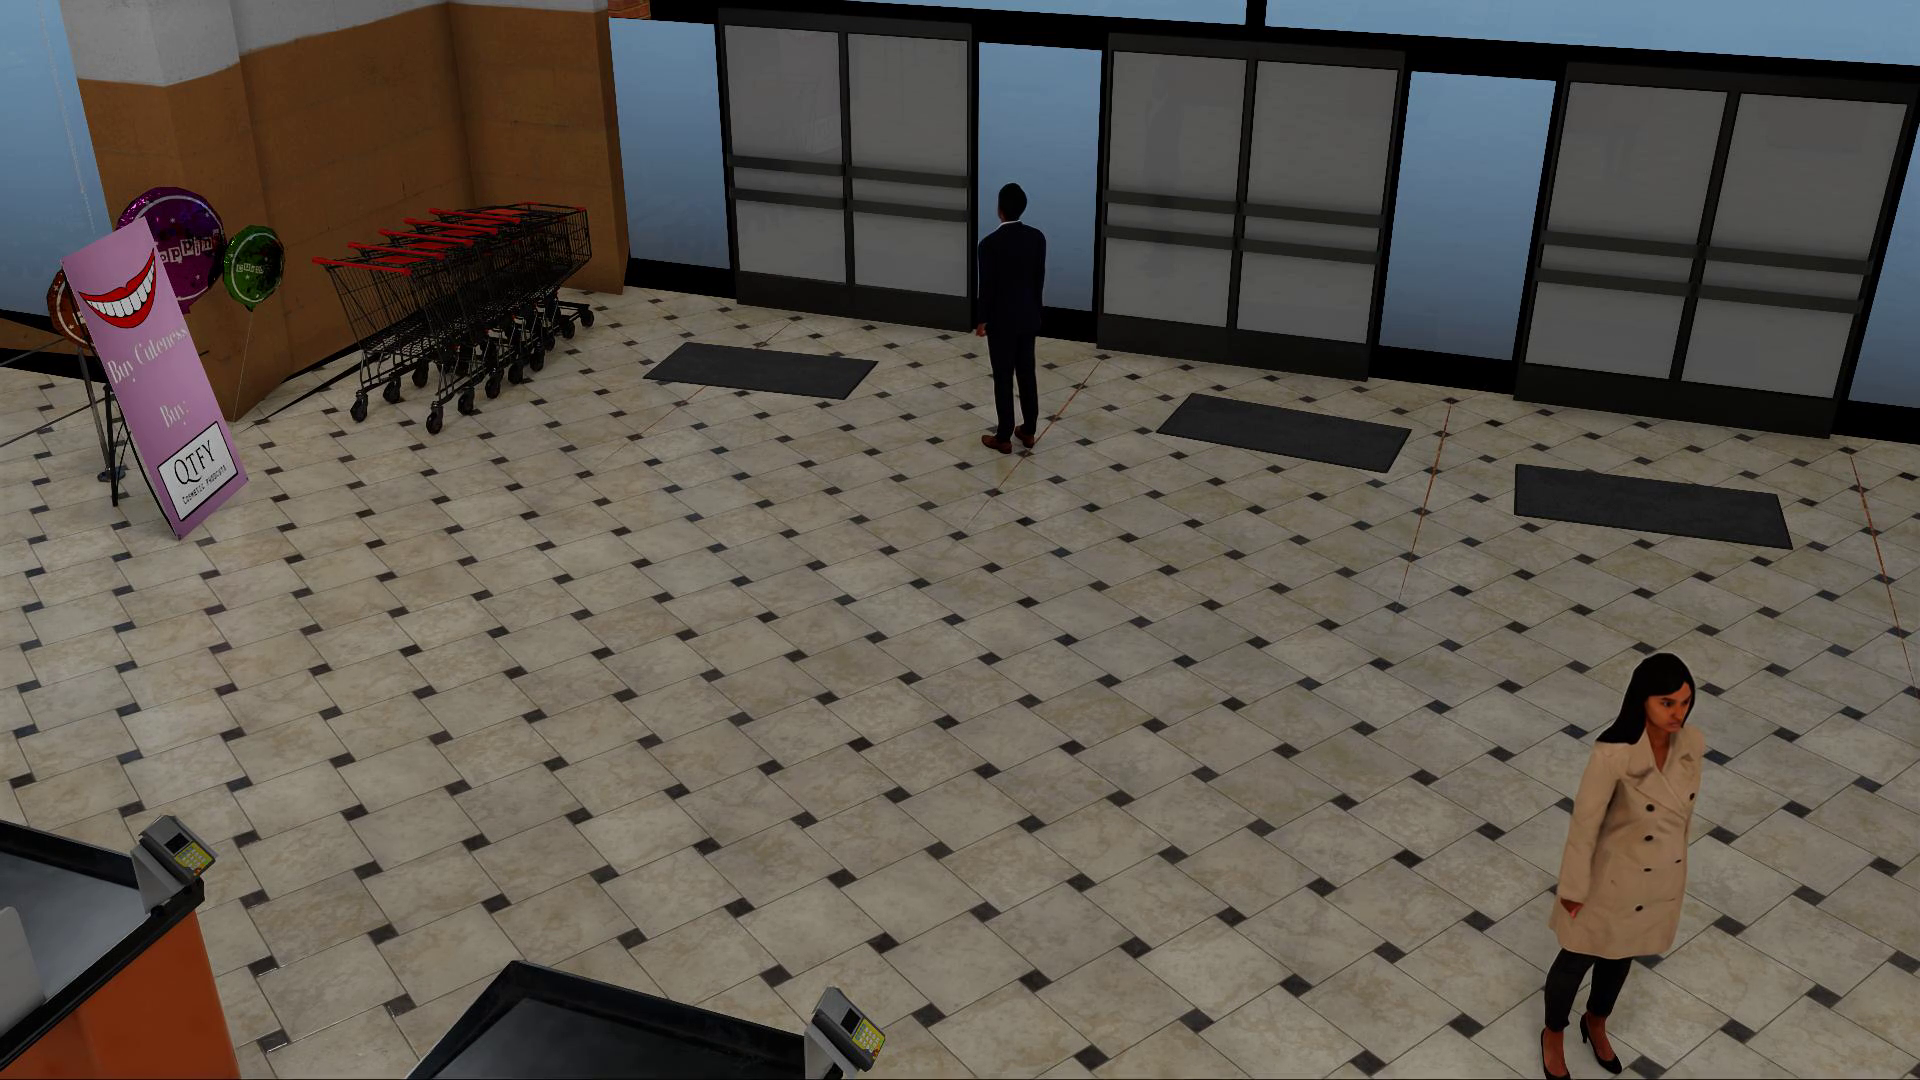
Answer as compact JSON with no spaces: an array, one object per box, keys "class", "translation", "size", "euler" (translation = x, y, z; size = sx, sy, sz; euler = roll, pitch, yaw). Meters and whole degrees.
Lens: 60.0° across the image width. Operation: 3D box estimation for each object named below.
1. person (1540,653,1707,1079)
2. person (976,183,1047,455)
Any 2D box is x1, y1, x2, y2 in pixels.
[{"class":"person","translation":[2.214,1.119,5.570],"size":[0.718,1.681,0.742],"euler":[-8,28,-16]},{"class":"person","translation":[0.328,-1.379,10.447],"size":[0.690,1.726,0.765],"euler":[-14,30,-26]}]
